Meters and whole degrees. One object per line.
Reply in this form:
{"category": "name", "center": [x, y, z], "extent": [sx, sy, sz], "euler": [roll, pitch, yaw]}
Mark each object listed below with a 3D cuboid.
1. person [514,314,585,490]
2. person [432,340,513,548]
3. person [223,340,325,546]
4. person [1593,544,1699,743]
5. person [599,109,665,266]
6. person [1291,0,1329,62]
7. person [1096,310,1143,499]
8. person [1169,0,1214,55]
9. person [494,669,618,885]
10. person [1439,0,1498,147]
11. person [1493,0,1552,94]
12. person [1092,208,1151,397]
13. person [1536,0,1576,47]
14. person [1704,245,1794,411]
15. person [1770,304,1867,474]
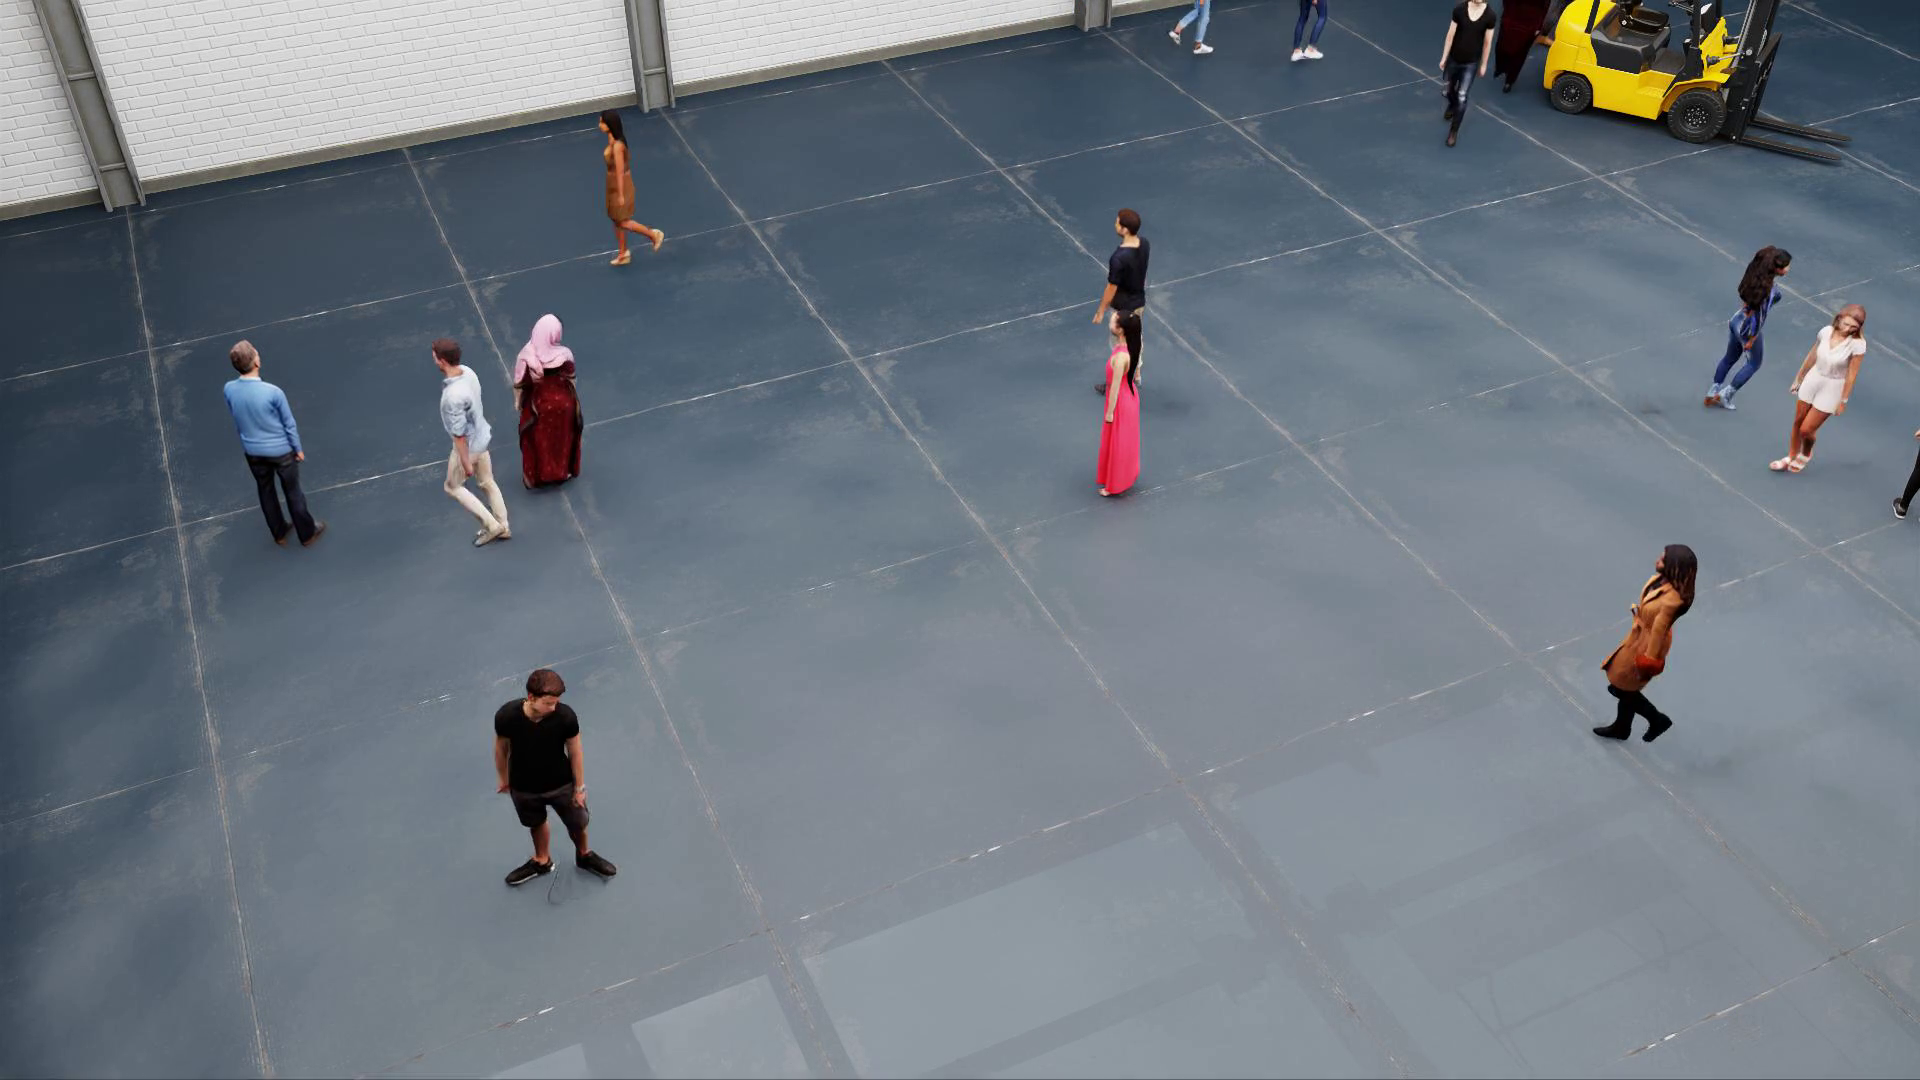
{"category": "person", "center": [-3.398, -1.132, 13.686], "extent": [0.603, 1.594, 0.830], "euler": [-17, 42, -20]}
{"category": "person", "center": [-3.734, -0.747, 13.020], "extent": [0.800, 1.825, 0.769], "euler": [1, 39, 1]}
{"category": "person", "center": [-5.423, -0.745, 13.026], "extent": [0.664, 1.813, 0.782], "euler": [2, 39, 3]}
{"category": "person", "center": [4.728, 0.756, 11.227], "extent": [0.999, 1.713, 0.937], "euler": [10, 40, 12]}
{"category": "person", "center": [-3.311, -3.489, 16.573], "extent": [0.776, 1.675, 0.571], "euler": [-16, 41, -19]}
{"category": "person", "center": [4.293, -6.808, 20.662], "extent": [0.647, 1.758, 0.585], "euler": [-14, 41, -17]}
{"category": "person", "center": [1.313, -1.108, 13.552], "extent": [0.765, 1.725, 0.710], "euler": [12, 40, 15]}
{"category": "person", "center": [2.941, -6.901, 20.892], "extent": [0.851, 1.618, 0.697], "euler": [-8, 39, -10]}
{"category": "person", "center": [-2.620, 1.453, 10.258], "extent": [0.675, 1.833, 0.970], "euler": [7, 39, 9]}
{"category": "person", "center": [5.742, -5.480, 18.902], "extent": [1.010, 1.880, 1.109], "euler": [17, 42, 20]}
{"category": "person", "center": [6.784, -6.243, 19.979], "extent": [0.844, 1.728, 0.899], "euler": [19, 42, 22]}
{"category": "person", "center": [1.512, -2.053, 14.634], "extent": [0.851, 1.850, 0.705], "euler": [27, 46, 30]}
{"category": "person", "center": [7.700, -7.098, 21.082], "extent": [1.054, 1.689, 0.941], "euler": [5, 39, 7]}
{"category": "person", "center": [6.815, -1.843, 14.565], "extent": [0.715, 1.609, 0.718], "euler": [-1, 39, -1]}
{"category": "person", "center": [7.206, -1.248, 13.764], "extent": [0.595, 1.678, 0.622], "euler": [-16, 41, -19]}
